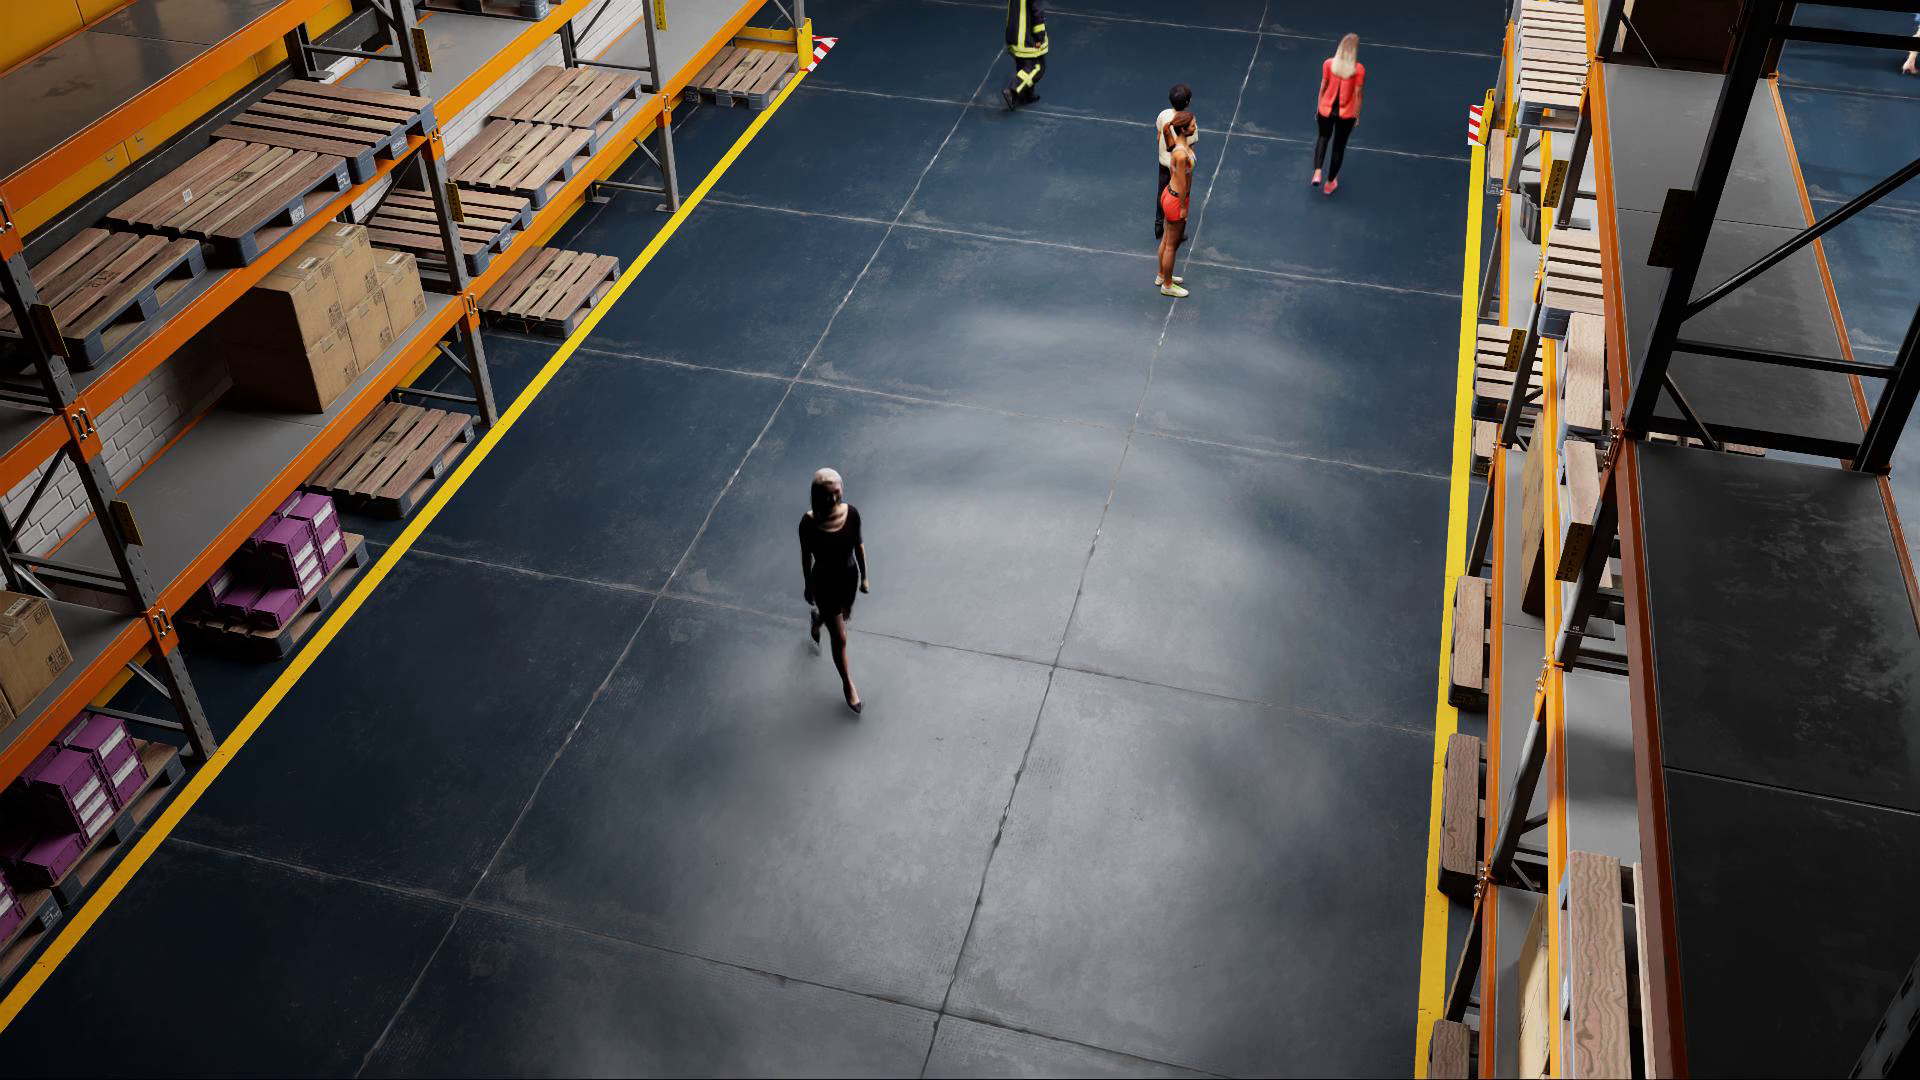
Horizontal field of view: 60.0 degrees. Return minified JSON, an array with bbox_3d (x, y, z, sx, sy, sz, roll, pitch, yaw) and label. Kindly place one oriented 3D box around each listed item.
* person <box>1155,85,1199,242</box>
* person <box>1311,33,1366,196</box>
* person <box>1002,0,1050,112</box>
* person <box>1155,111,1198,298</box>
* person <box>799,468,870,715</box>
[{"bbox_3d":[2.089,-3.660,16.171,0.654,1.587,0.614,26,46,29],"label":"person"},{"bbox_3d":[3.798,-4.281,16.873,0.671,1.683,0.734,17,42,20],"label":"person"},{"bbox_3d":[0.681,-5.670,18.483,1.085,1.844,1.016,-24,45,-27],"label":"person"},{"bbox_3d":[1.982,-3.104,15.311,0.699,1.792,0.593,-2,39,-3],"label":"person"},{"bbox_3d":[-0.868,0.250,11.106,1.063,1.800,1.158,-18,42,-21],"label":"person"}]
